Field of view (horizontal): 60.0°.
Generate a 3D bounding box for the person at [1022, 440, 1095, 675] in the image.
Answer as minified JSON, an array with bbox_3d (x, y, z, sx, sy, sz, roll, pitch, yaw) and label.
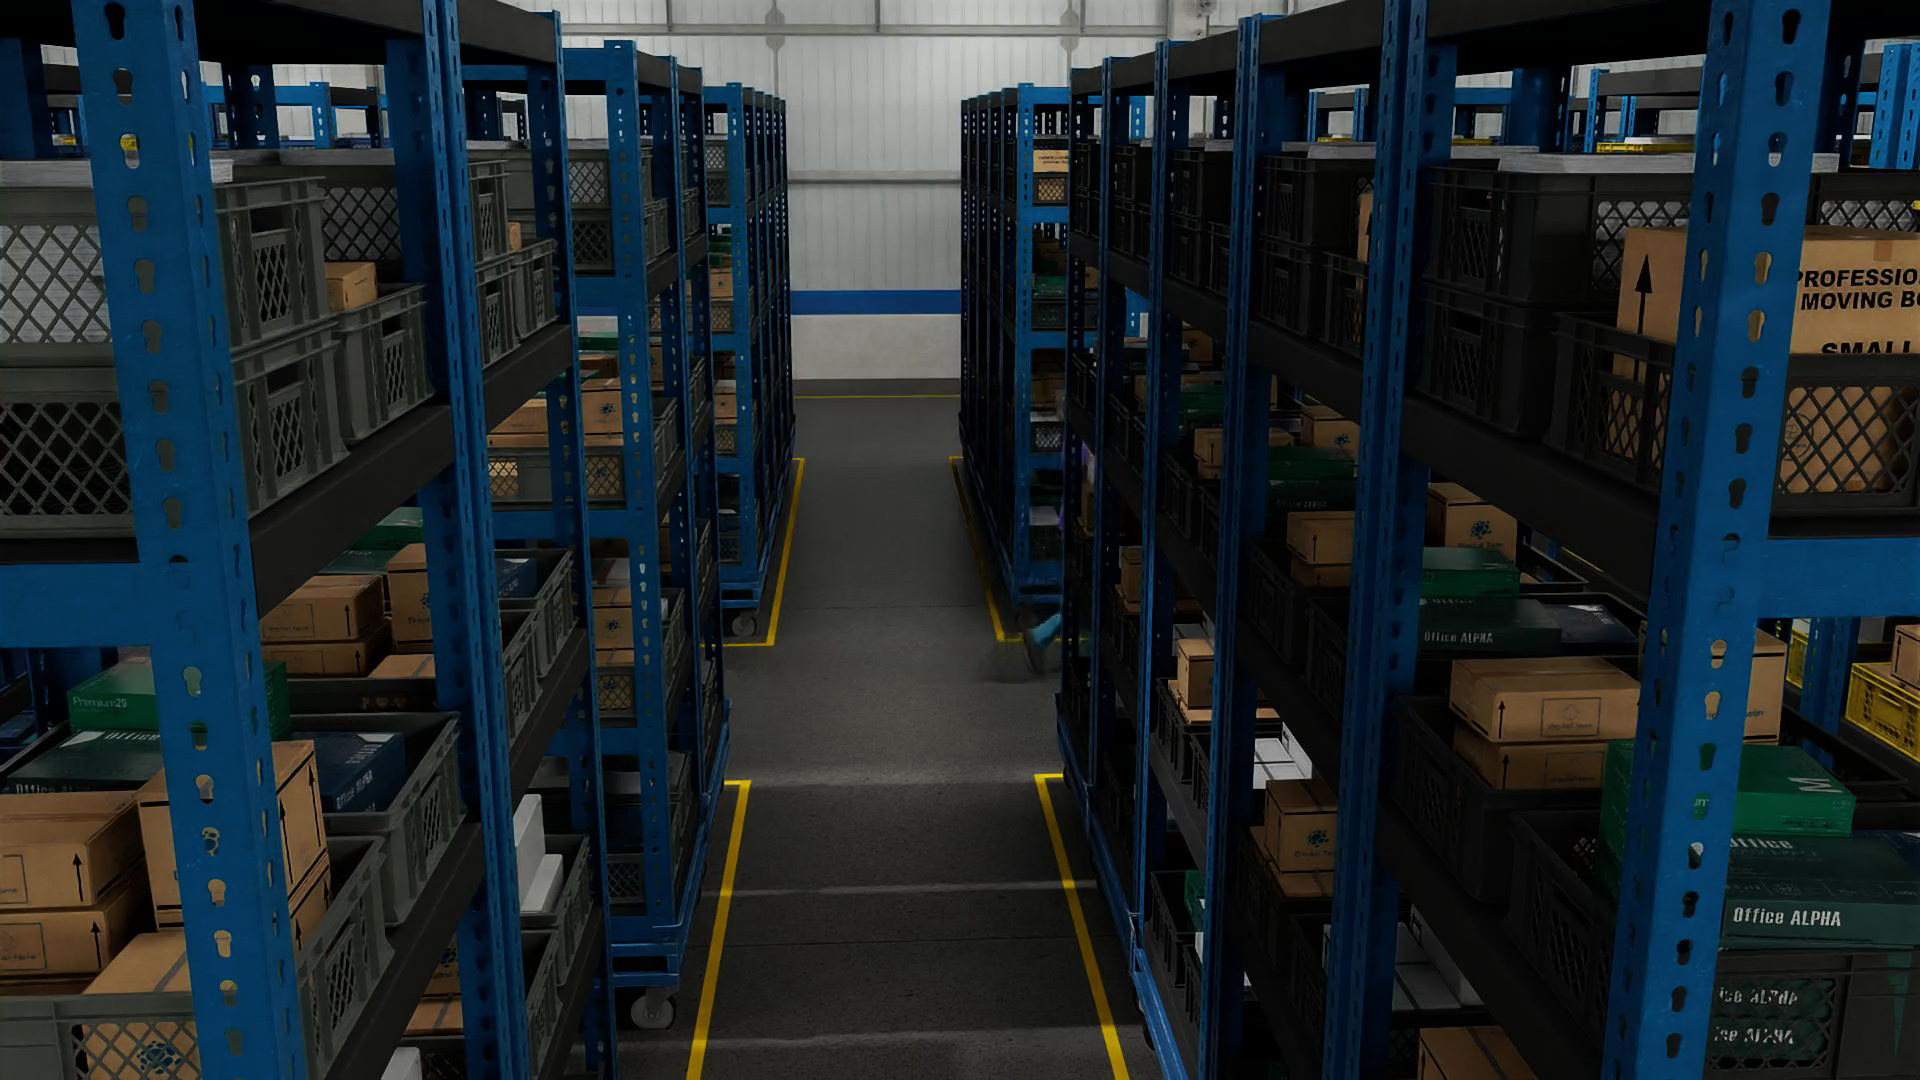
[{"bbox_3d":[0.767,-0.025,10.092,0.675,1.823,0.581,1,14,4],"label":"person"}]
